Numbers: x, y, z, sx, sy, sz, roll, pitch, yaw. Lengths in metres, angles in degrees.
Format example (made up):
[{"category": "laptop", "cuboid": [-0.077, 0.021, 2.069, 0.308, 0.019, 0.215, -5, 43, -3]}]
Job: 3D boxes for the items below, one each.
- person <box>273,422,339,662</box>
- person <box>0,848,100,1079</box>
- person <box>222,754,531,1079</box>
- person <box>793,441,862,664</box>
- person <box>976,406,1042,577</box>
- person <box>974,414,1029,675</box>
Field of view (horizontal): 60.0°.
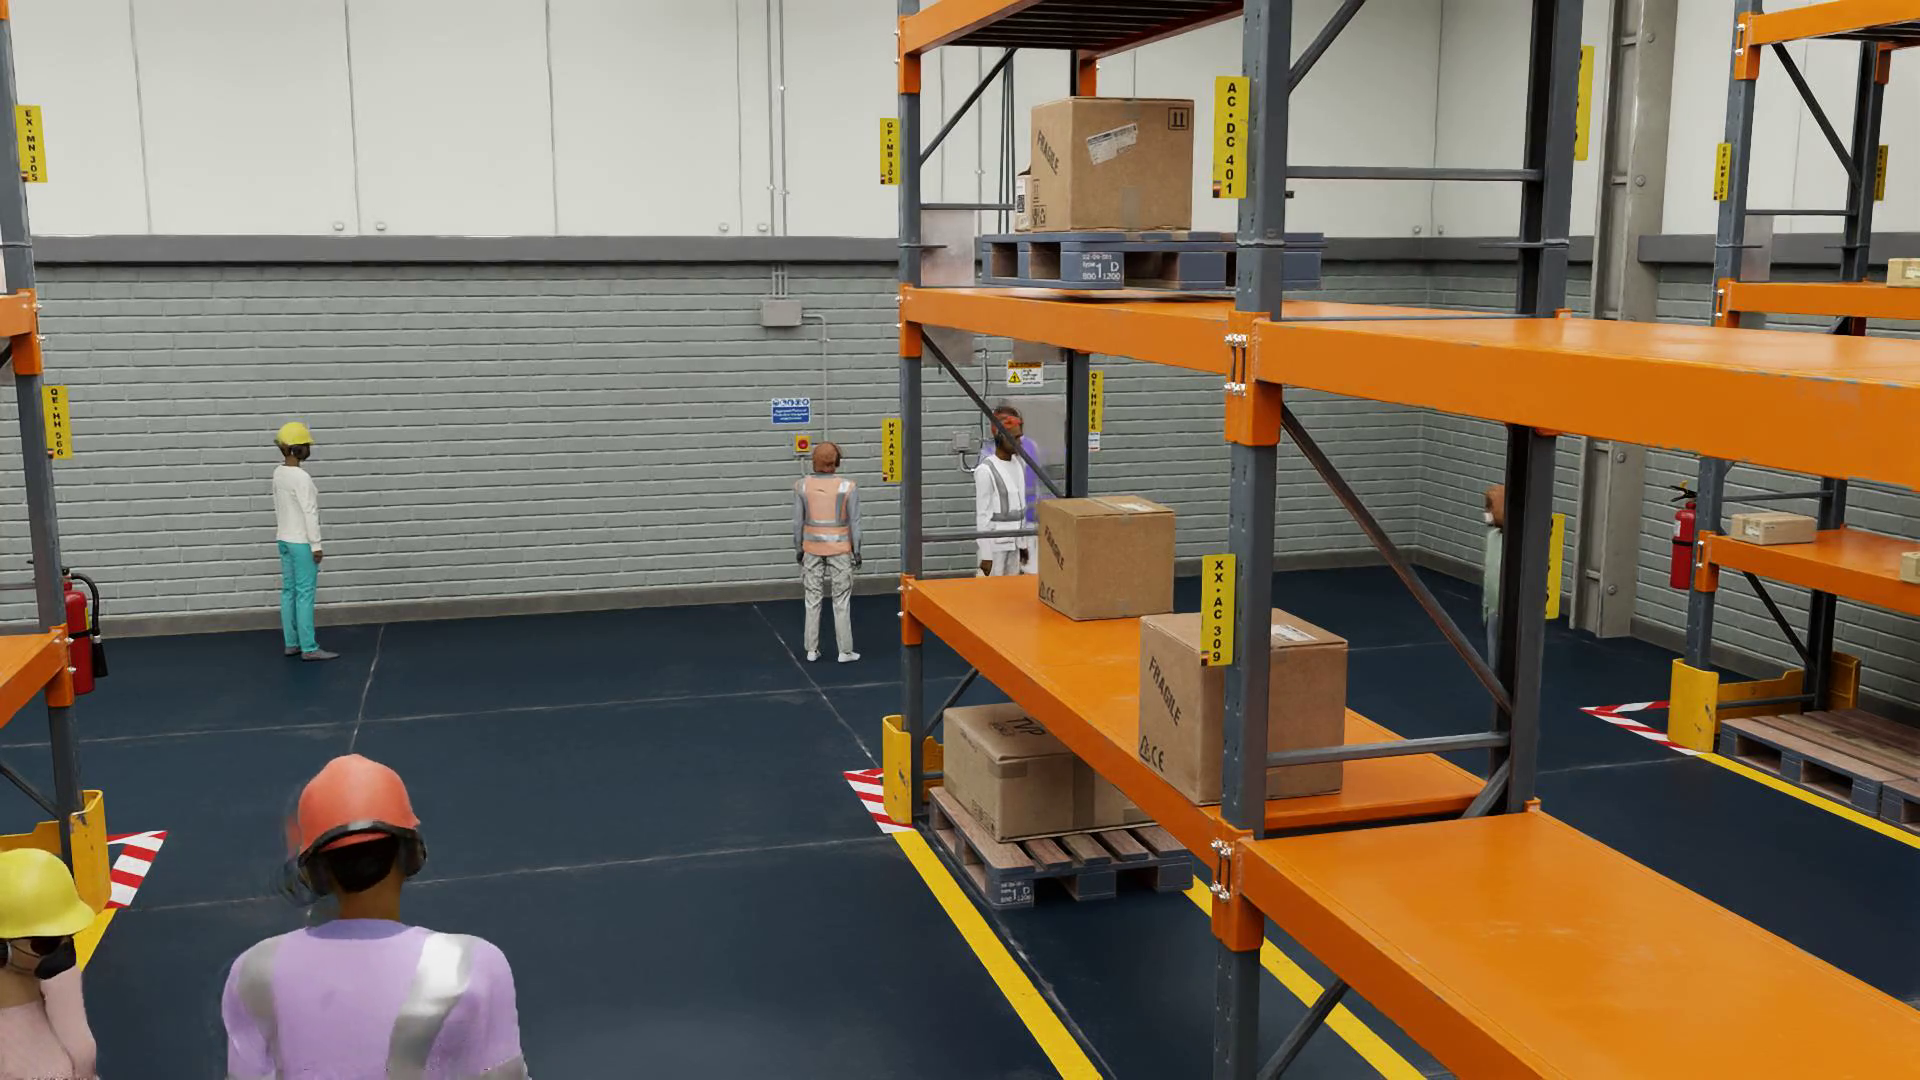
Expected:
[{"category": "person", "cuboid": [-4.864, 0.013, 12.273, 0.525, 1.772, 0.304, 9, 13, 42]}, {"category": "person", "cuboid": [-2.038, 1.523, 3.705, 0.343, 1.758, 0.525, -1, 10, -7]}, {"category": "person", "cuboid": [-1.214, 1.448, 3.536, 0.622, 1.970, 1.060, 3, 10, 18]}, {"category": "person", "cuboid": [-0.965, 0.098, 12.164, 0.524, 1.637, 0.306, 2, 10, 13]}, {"category": "person", "cuboid": [0.401, -0.181, 13.306, 0.643, 1.798, 0.963, -8, 13, -37]}, {"category": "person", "cuboid": [0.296, 0.042, 11.818, 0.351, 1.878, 0.568, 6, 11, 30]}]
